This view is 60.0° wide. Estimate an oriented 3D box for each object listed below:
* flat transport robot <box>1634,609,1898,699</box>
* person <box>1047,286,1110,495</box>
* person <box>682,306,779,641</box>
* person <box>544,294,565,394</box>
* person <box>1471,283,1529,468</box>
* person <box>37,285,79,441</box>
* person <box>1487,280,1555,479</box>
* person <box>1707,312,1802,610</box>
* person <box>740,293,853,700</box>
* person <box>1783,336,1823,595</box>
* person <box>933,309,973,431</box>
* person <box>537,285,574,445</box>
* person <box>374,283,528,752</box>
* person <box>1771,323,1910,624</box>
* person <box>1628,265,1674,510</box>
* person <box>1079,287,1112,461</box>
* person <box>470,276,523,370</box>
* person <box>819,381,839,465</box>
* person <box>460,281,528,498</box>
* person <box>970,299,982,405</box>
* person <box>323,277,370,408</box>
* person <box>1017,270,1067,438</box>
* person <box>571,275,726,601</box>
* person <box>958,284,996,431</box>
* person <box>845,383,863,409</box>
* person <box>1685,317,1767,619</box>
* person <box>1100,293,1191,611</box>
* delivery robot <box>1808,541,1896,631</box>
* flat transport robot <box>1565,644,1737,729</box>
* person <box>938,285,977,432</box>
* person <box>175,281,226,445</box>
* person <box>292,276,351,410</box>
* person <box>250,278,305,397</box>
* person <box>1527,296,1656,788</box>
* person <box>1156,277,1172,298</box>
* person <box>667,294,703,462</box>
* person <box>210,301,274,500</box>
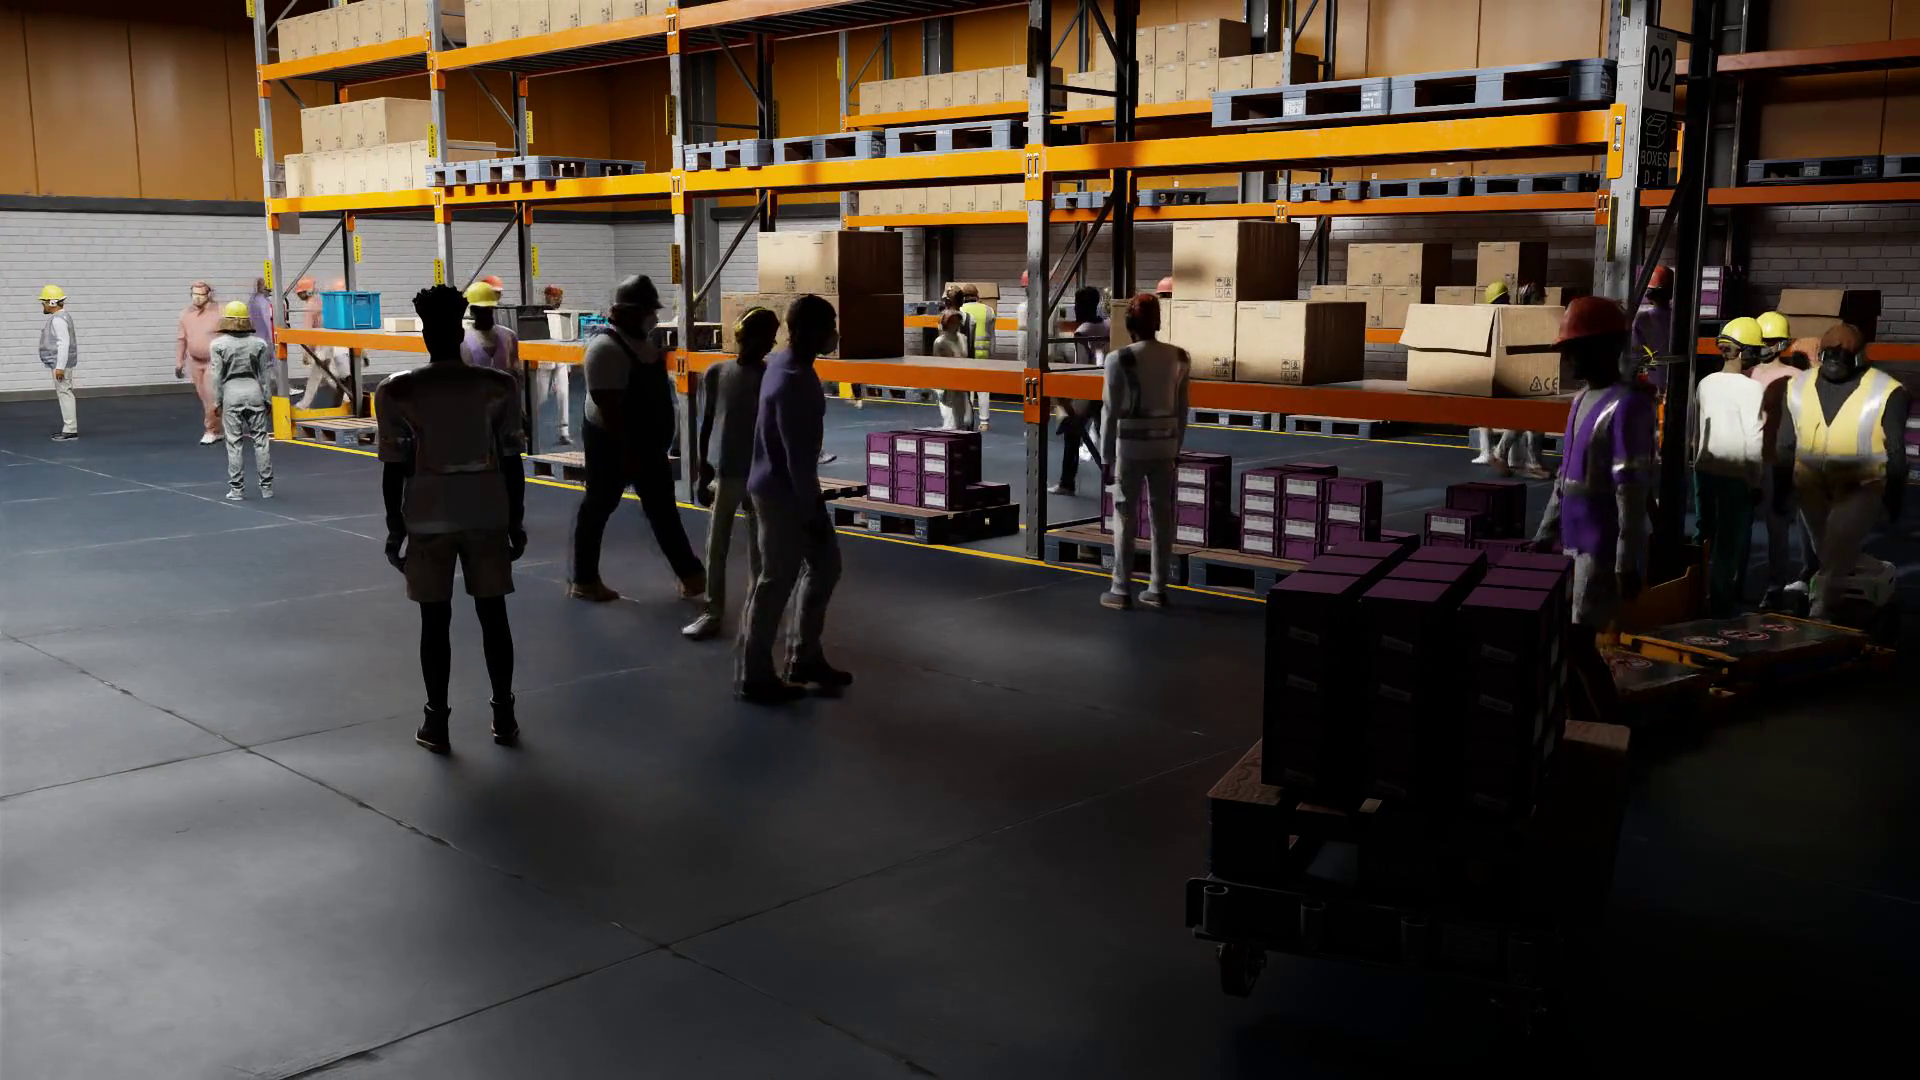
[{"bbox_3d":[3.925,0.550,8.249,1.431,0.197,0.652,-5,11,-30],"label":"flat transport robot"},{"bbox_3d":[1.229,-1.306,14.715,0.923,1.886,0.599,6,11,34],"label":"person"},{"bbox_3d":[-1.159,-0.330,8.884,0.594,1.830,0.461,0,9,1],"label":"person"},{"bbox_3d":[-6.595,-3.261,27.108,0.528,1.744,0.698,4,10,22],"label":"person"},{"bbox_3d":[5.553,-1.671,16.961,0.665,1.882,0.392,6,11,34],"label":"person"},{"bbox_3d":[-10.623,-2.081,19.607,0.404,1.830,0.603,-5,10,-26],"label":"person"},{"bbox_3d":[5.423,-1.525,15.949,0.638,1.912,0.608,-6,11,-34],"label":"person"},{"bbox_3d":[4.784,-0.470,9.943,0.328,1.767,0.531,-7,11,-35],"label":"person"},{"bbox_3d":[-0.743,-0.189,7.782,0.687,1.907,0.675,-1,9,-6],"label":"person"},{"bbox_3d":[5.302,-0.445,10.248,0.503,1.614,0.437,-6,11,-31],"label":"person"},{"bbox_3d":[-0.105,-1.518,16.775,0.416,1.620,0.541,7,11,35],"label":"person"},{"bbox_3d":[-4.779,-2.033,19.288,0.578,1.845,0.884,-8,12,-39],"label":"person"},{"bbox_3d":[-2.122,-0.089,6.994,0.603,1.963,0.368,-4,10,-25],"label":"person"},{"bbox_3d":[4.705,-0.287,8.881,1.089,1.765,0.644,-8,12,-40],"label":"person"},{"bbox_3d":[5.786,-1.248,13.843,0.608,2.048,0.365,-1,9,-8],"label":"person"},{"bbox_3d":[1.556,-1.699,17.277,0.534,1.821,0.959,-9,13,-43],"label":"person"},{"bbox_3d":[-5.762,-2.299,20.626,1.020,1.944,0.623,8,12,41],"label":"person"},{"bbox_3d":[-1.523,-1.571,17.180,0.849,1.590,0.535,8,12,39],"label":"person"},{"bbox_3d":[-3.597,-0.993,12.651,0.593,1.925,0.374,-8,12,-41],"label":"person"},{"bbox_3d":[0.220,-2.565,23.203,0.499,1.627,0.270,-5,10,-26],"label":"person"},{"bbox_3d":[-7.727,-2.375,21.185,0.901,1.900,0.575,3,10,16],"label":"person"},{"bbox_3d":[0.949,-2.175,19.623,0.653,2.017,0.561,-6,11,-33],"label":"person"},{"bbox_3d":[-1.936,-0.620,10.016,1.024,2.000,0.692,4,10,22],"label":"person"},{"bbox_3d":[0.137,-2.258,20.687,0.621,1.837,0.429,-3,10,-18],"label":"person"},{"bbox_3d":[-1.596,-2.734,24.119,0.551,1.650,0.684,-5,11,-28],"label":"person"},{"bbox_3d":[4.290,-0.357,9.283,0.338,1.760,0.528,-2,9,-10],"label":"person"},{"bbox_3d":[1.085,-0.514,9.852,0.594,1.878,0.376,-4,10,-22],"label":"person"},{"bbox_3d":[4.810,0.246,8.959,0.477,0.478,0.707,7,11,34],"label":"delivery robot"},{"bbox_3d":[2.763,0.688,7.406,1.431,0.197,0.652,-7,11,-35],"label":"flat transport robot"},{"bbox_3d":[-0.053,-1.792,17.795,0.504,1.847,0.345,-8,12,-42],"label":"person"},{"bbox_3d":[-8.742,-2.030,19.164,0.684,1.872,0.801,1,9,7],"label":"person"},{"bbox_3d":[-8.663,-2.586,22.437,1.035,1.913,0.671,0,9,0],"label":"person"},{"bbox_3d":[-10.618,-3.106,25.750,0.915,1.869,0.671,-5,10,-26],"label":"person"},{"bbox_3d":[2.444,0.014,6.504,0.422,1.908,0.588,0,9,0],"label":"person"},{"bbox_3d":[2.256,-1.913,18.302,0.582,1.928,0.412,-5,11,-28],"label":"person"},{"bbox_3d":[-2.888,-1.702,17.487,0.419,1.783,0.635,-2,9,-10],"label":"person"},{"bbox_3d":[-6.314,-1.224,14.624,0.494,1.743,0.308,-6,11,-35],"label":"person"}]
